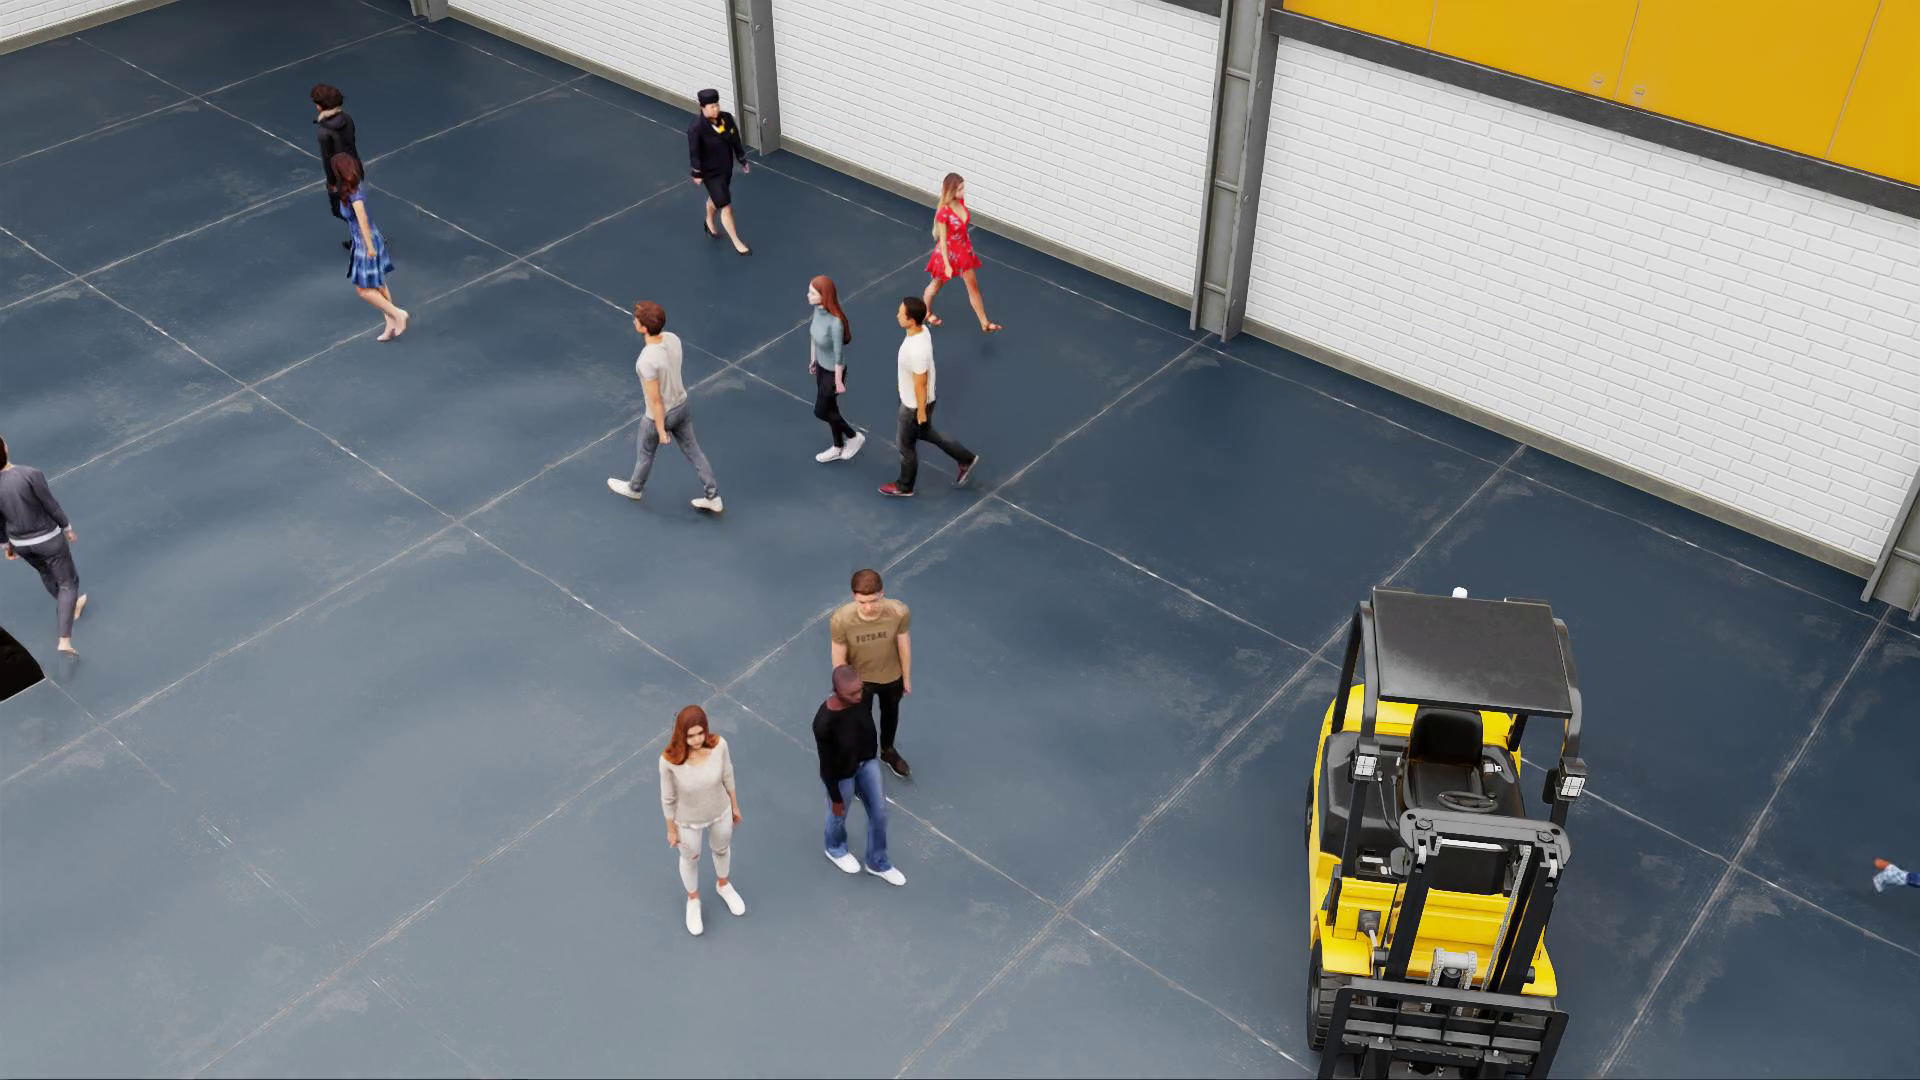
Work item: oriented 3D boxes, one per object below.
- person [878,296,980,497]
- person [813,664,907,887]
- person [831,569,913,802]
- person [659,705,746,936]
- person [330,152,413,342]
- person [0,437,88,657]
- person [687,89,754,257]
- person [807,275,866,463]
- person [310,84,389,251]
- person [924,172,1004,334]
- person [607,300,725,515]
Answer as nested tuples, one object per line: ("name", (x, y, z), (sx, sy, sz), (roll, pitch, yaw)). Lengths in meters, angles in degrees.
("person", (-0.234, -1.094, 12.913), (1.136, 1.782, 1.038), (0, 39, 0))
("person", (-0.730, 1.334, 9.914), (0.819, 1.731, 0.641), (30, 47, 32))
("person", (-0.545, 0.826, 10.462), (0.812, 1.840, 0.862), (-11, 40, -14))
("person", (-1.499, 1.571, 9.634), (0.682, 1.710, 0.671), (-17, 42, -20))
("person", (-5.183, -2.582, 14.778), (0.892, 1.780, 0.816), (-14, 41, -17))
("person", (-6.405, 0.039, 11.524), (1.035, 1.745, 1.139), (-7, 39, -8))
("person", (-2.399, -3.601, 16.174), (1.041, 1.630, 0.705), (30, 47, 32))
("person", (-0.957, -1.353, 13.278), (0.785, 1.732, 0.722), (-13, 40, -15))
("person", (-5.839, -3.498, 15.936), (0.970, 1.766, 0.783), (14, 41, 17))
("person", (-0.151, -2.574, 14.952), (1.079, 1.550, 0.652), (23, 44, 26))
("person", (-2.157, -0.956, 12.690), (1.274, 1.844, 0.879), (16, 41, 19))
